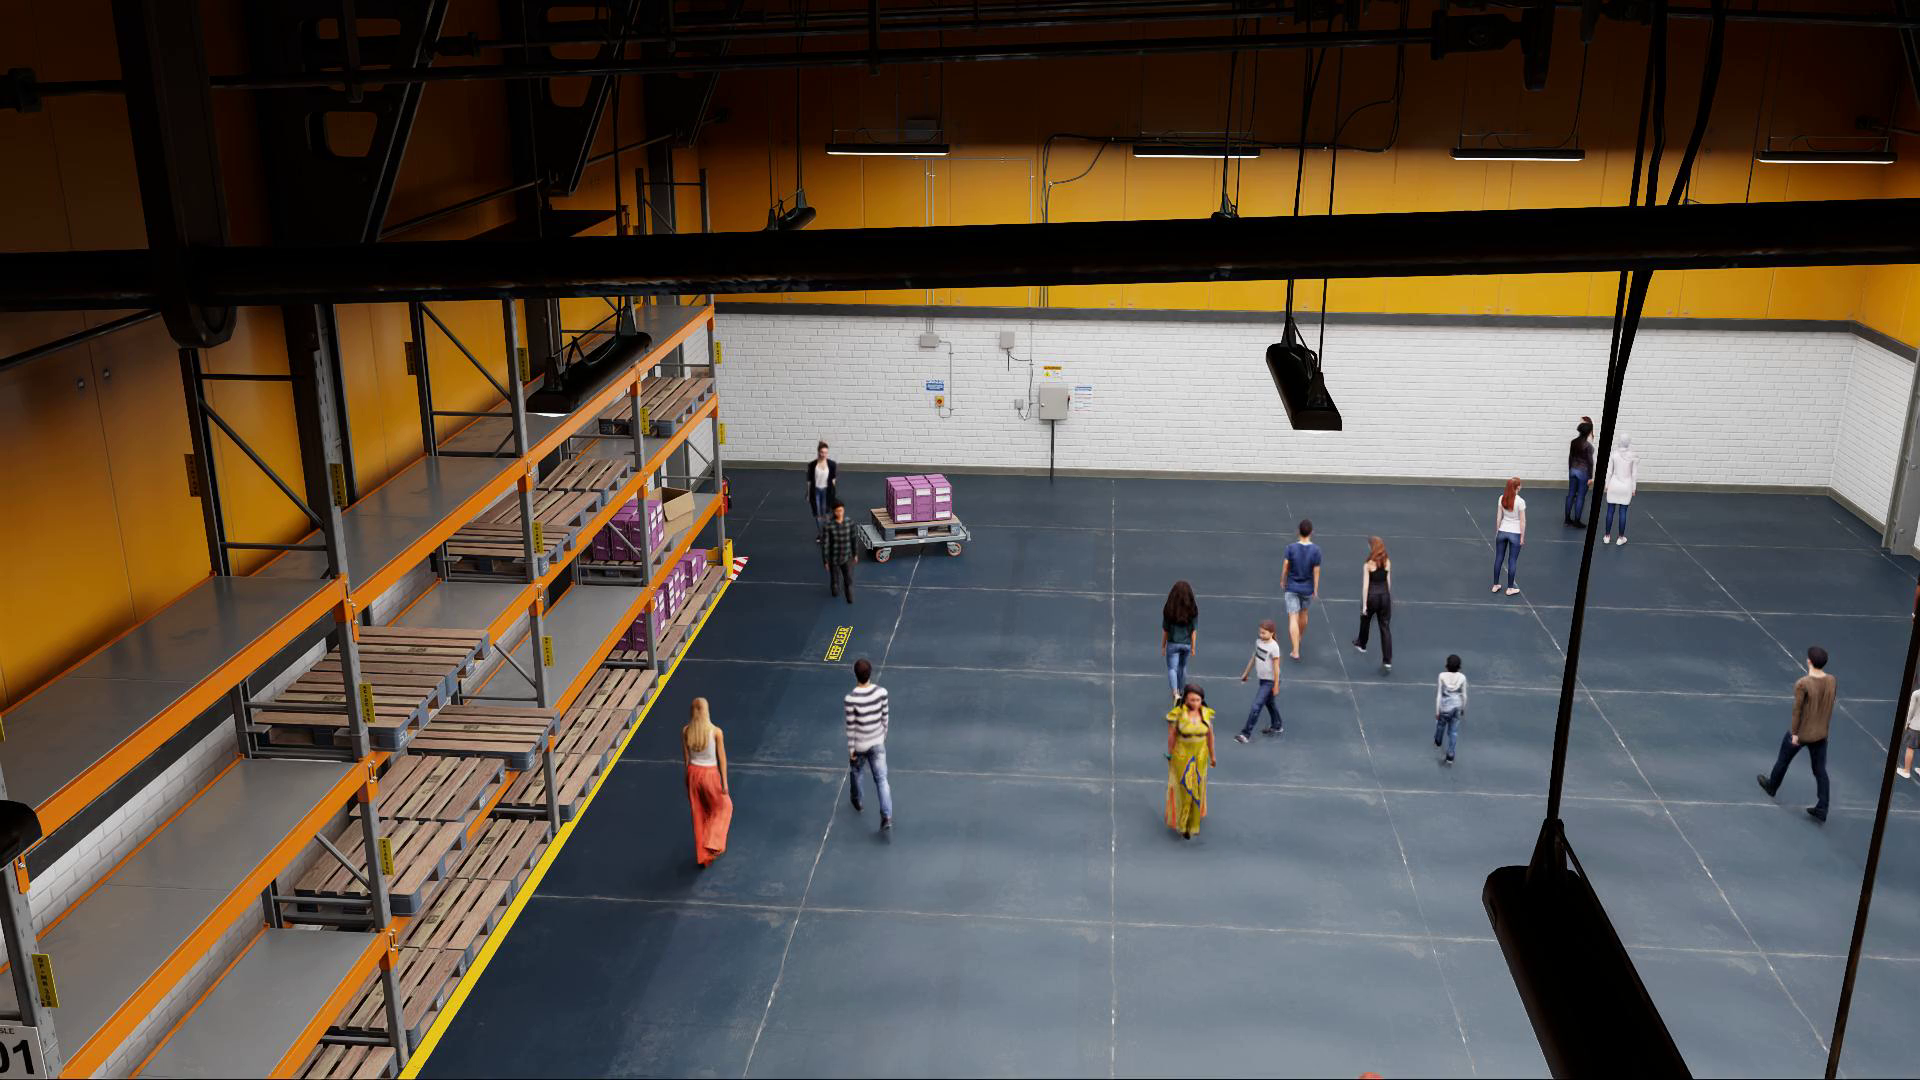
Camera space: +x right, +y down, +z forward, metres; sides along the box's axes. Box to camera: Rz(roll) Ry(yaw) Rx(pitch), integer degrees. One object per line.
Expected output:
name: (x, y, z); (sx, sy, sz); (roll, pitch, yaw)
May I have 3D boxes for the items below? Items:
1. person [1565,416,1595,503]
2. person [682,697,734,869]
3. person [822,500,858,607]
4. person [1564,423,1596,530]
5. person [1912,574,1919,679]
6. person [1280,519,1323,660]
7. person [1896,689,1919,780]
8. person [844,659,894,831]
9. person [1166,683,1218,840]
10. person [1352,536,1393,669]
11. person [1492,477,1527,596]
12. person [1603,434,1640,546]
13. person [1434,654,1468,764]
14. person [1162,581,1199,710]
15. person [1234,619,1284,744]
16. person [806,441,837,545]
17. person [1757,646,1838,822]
person: (10.636, -1.392, 28.409); (0.658, 1.484, 0.503); (-4, 19, -11)
person: (-2.577, 2.448, 16.525); (0.728, 1.792, 0.816); (5, 19, 16)
person: (-1.726, 0.210, 23.914); (0.899, 1.694, 1.036); (-5, 19, -14)
person: (10.047, -1.053, 26.977); (0.759, 1.756, 0.649); (-9, 21, -24)
person: (12.251, 0.953, 20.941); (0.710, 1.806, 0.747); (18, 25, 42)
person: (4.444, 0.678, 21.762); (0.632, 1.803, 1.127); (2, 19, 5)
person: (10.710, 2.046, 18.530); (0.497, 1.275, 0.512); (1, 19, 3)
person: (-0.922, 2.162, 17.343); (0.948, 1.812, 1.289); (-5, 19, -15)
person: (2.370, 2.228, 17.412); (0.999, 1.643, 1.175); (-7, 20, -20)
person: (5.423, 0.839, 21.468); (0.815, 1.687, 1.253); (-3, 19, -9)
person: (7.947, -0.065, 24.070); (0.650, 1.739, 0.689); (15, 24, 38)
person: (10.402, -0.809, 26.221); (0.693, 1.775, 0.674); (10, 21, 26)
person: (5.580, 1.937, 18.927); (0.522, 1.226, 0.878); (3, 19, 9)
person: (2.670, 1.303, 20.234); (0.633, 1.595, 0.993); (0, 19, 1)
person: (3.637, 1.620, 19.408); (0.955, 1.521, 1.028); (-5, 19, -15)
person: (-2.177, -0.764, 26.257); (0.617, 1.668, 0.770); (2, 19, 6)
person: (9.028, 2.073, 17.560); (0.852, 1.842, 1.228); (-3, 19, -9)
